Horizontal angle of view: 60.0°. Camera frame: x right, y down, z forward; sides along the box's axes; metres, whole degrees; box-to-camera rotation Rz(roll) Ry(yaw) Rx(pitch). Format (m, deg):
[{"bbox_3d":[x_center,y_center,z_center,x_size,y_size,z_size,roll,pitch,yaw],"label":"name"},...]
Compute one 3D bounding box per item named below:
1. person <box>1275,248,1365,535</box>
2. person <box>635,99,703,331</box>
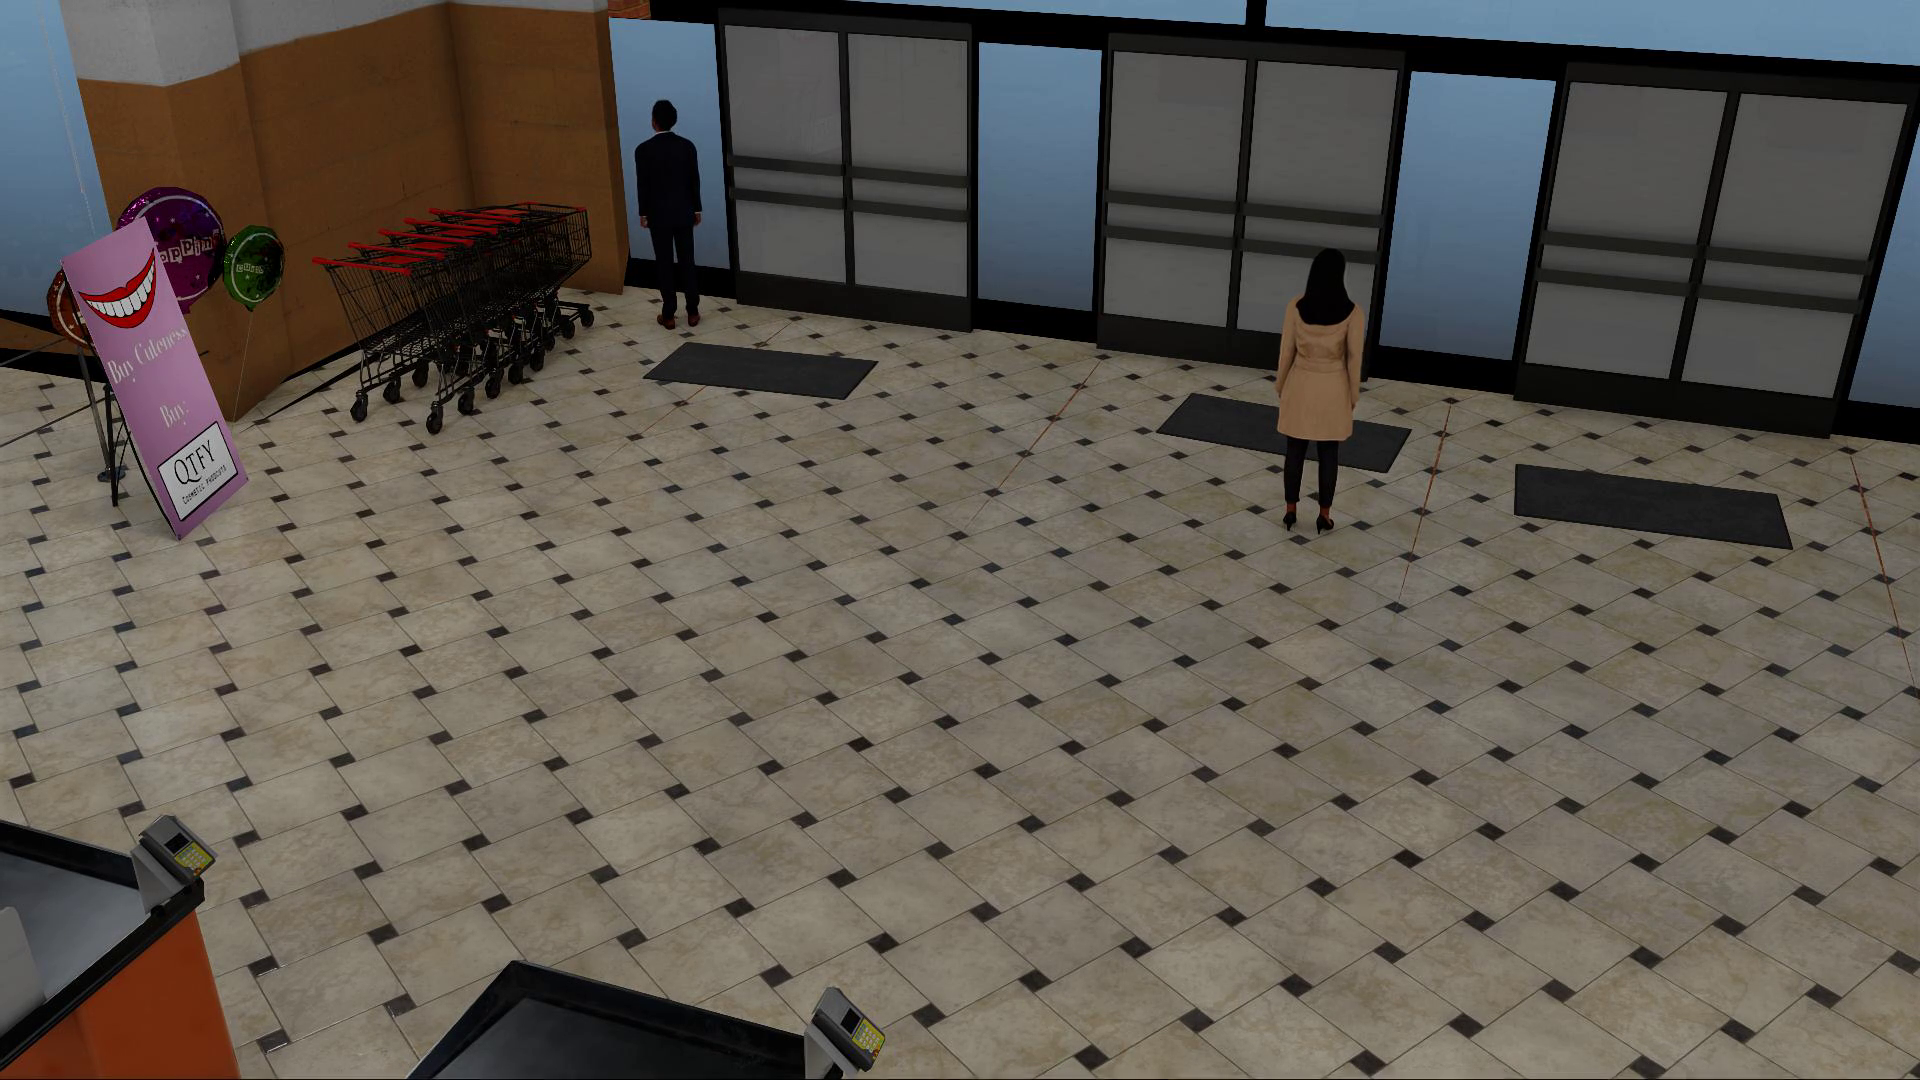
[{"bbox_3d":[2.018,-0.810,9.416,0.627,1.643,0.523,10,29,19],"label":"person"},{"bbox_3d":[-2.186,-2.451,12.559,0.705,1.727,0.749,-10,29,-19],"label":"person"}]
